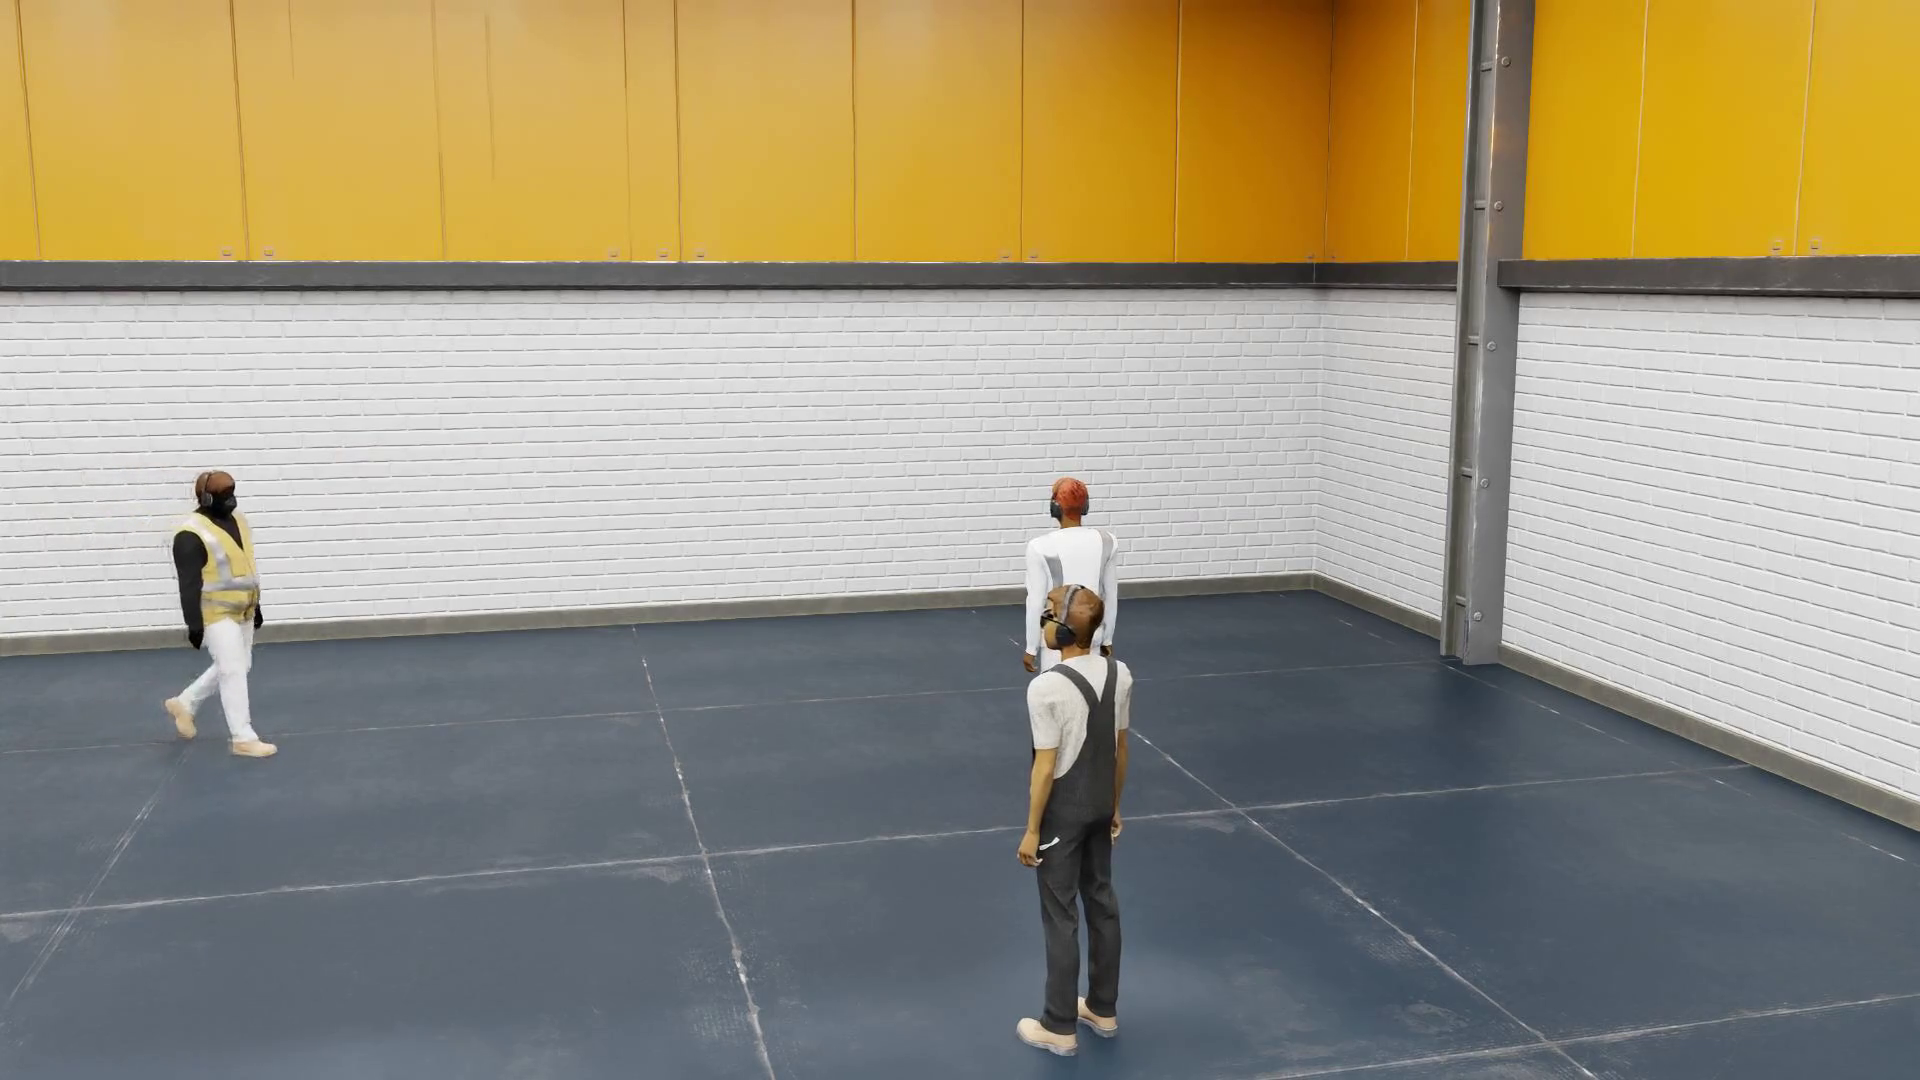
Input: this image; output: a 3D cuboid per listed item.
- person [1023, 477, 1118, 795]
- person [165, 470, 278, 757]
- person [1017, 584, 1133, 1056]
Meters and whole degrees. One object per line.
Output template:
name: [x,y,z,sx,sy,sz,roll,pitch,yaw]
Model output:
person: [0.627,0.578,9.502,0.575,1.884,0.355,-4,10,-23]
person: [-4.709,0.452,10.477,0.751,1.823,0.626,1,9,7]
person: [0.441,1.079,6.491,0.514,1.845,0.333,-8,12,-40]
